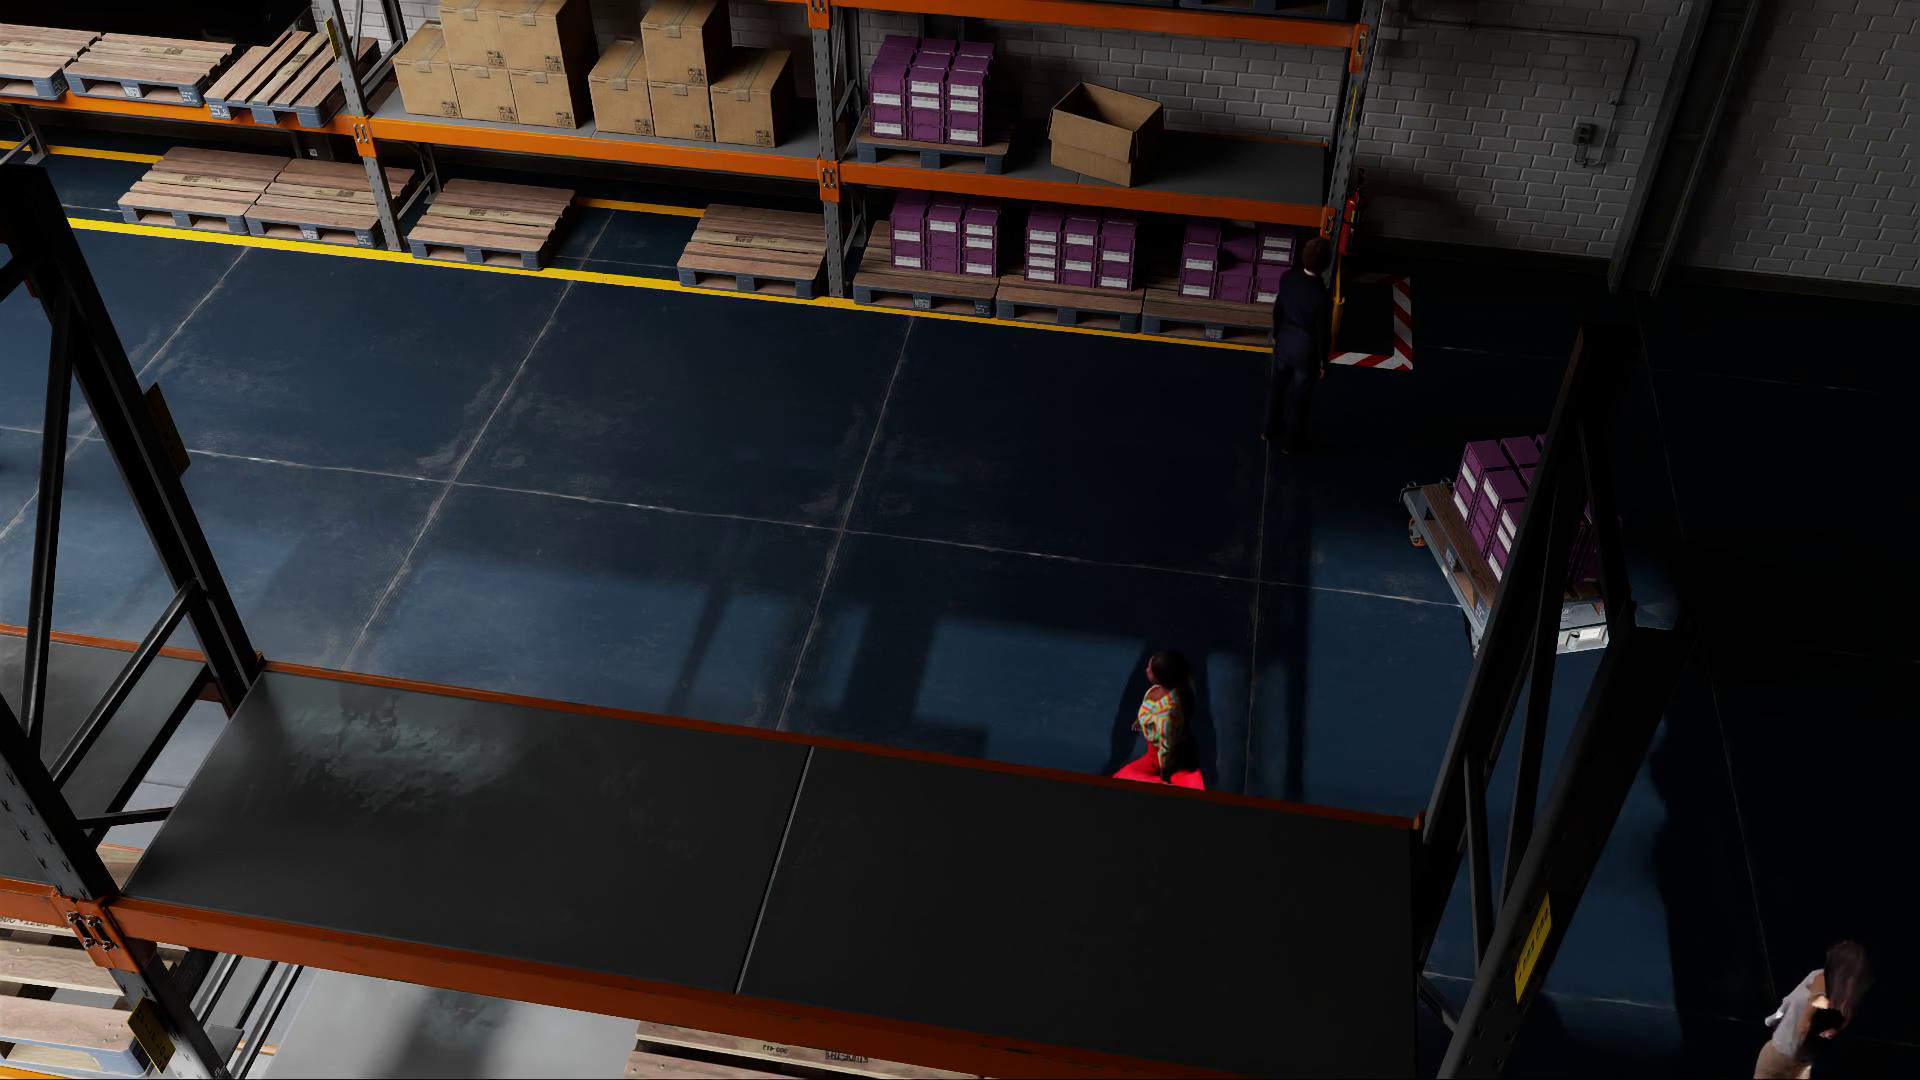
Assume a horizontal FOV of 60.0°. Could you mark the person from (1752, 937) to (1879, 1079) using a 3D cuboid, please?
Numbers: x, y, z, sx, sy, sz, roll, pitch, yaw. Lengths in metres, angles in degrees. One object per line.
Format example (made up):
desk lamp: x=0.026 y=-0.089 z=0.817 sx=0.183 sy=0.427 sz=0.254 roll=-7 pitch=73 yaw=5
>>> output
person: x=4.171 y=2.477 z=8.211 sx=0.735 sy=1.643 sz=0.821 roll=10 pitch=44 yaw=10

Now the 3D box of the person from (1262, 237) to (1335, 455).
person: x=2.491 y=-1.431 z=12.189 sx=0.831 sy=1.815 sz=0.771 roll=-26 pitch=49 yaw=-24

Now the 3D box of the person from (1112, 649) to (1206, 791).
person: x=1.260 y=1.290 z=9.401 sx=1.246 sy=1.721 sz=0.811 roll=18 pitch=46 yaw=18
